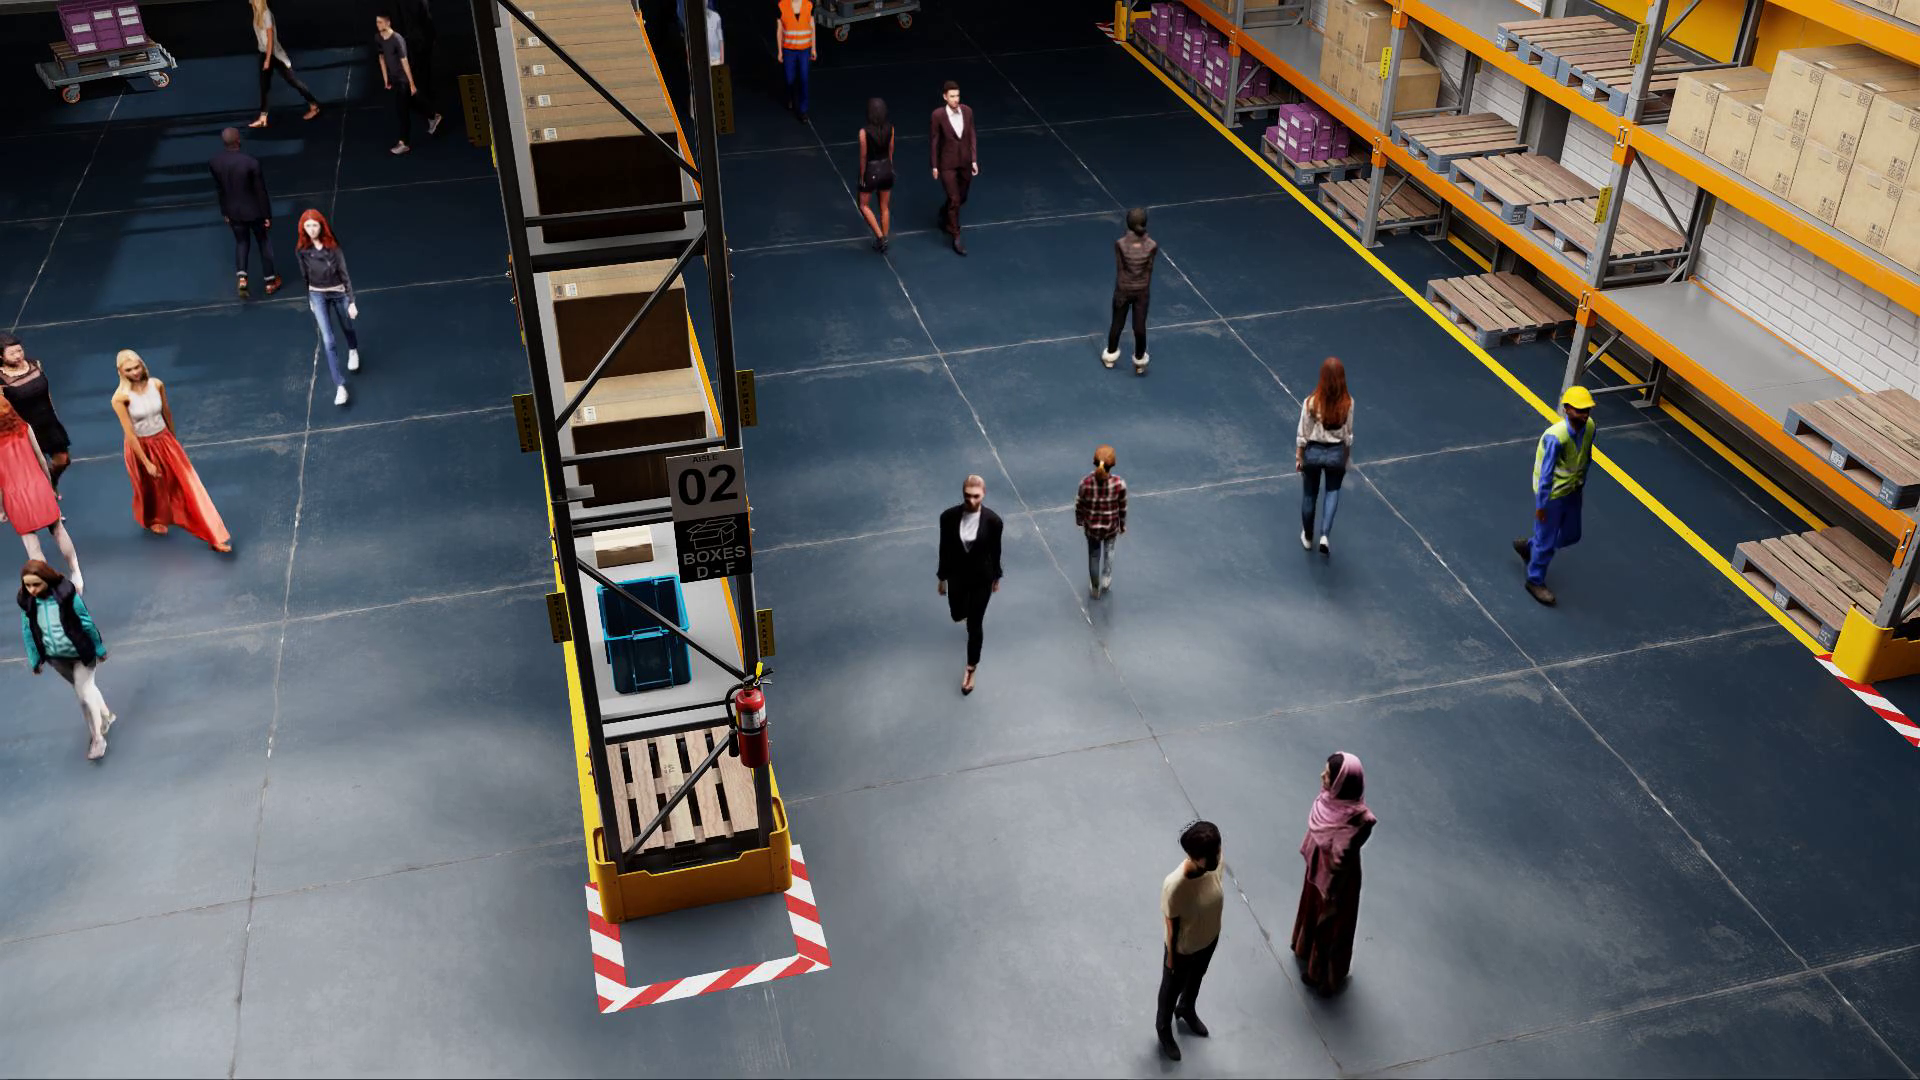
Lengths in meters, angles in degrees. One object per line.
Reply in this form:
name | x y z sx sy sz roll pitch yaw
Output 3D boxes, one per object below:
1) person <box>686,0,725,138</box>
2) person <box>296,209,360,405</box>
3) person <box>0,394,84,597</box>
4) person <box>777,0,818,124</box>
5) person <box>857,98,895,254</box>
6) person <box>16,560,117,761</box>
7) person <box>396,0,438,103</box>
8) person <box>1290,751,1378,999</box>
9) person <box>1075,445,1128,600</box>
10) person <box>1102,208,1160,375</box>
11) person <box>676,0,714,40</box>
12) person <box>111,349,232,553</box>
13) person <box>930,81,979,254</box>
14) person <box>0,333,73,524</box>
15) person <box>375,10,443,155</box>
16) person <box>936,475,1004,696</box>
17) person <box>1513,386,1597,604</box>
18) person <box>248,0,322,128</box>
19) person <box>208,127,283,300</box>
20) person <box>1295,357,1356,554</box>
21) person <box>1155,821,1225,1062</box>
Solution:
person | -3.266 -6.124 21.215 0.797 1.830 1.064 -15 37 -22
person | -5.819 -2.234 15.452 0.670 1.731 1.259 -5 34 -8
person | -6.989 -0.311 12.471 0.712 1.828 0.665 20 39 27
person | -2.137 -6.408 21.597 0.690 1.879 0.858 -7 34 -10
person | -0.852 -3.883 17.936 0.708 1.728 0.767 -22 39 -29
person | -5.988 0.710 11.246 0.689 1.482 0.825 -1 34 -1
person | -7.248 -6.691 22.129 0.737 1.762 0.745 7 34 10
person | 2.119 1.845 9.405 0.800 1.631 0.623 -2 34 -3
person | 1.077 -0.105 12.641 0.614 1.297 0.641 1 34 2
person | 1.624 -2.401 15.767 0.710 1.659 0.826 -3 34 -4
person | -3.530 -6.983 22.538 0.798 1.796 0.803 -20 39 -28
person | -6.432 -0.691 13.126 1.308 1.736 1.137 21 39 28
person | -0.085 -4.142 18.220 0.828 1.844 1.178 -15 37 -22
person | -7.578 -0.912 13.486 0.895 1.705 0.835 17 37 24
person | -6.896 -5.743 20.738 1.177 1.724 1.189 21 39 28
person | 0.074 0.244 11.762 0.881 1.688 1.072 5 34 8
person | 4.492 -0.396 12.624 0.781 1.801 0.862 -18 38 -25
person | -8.715 -6.209 21.396 1.190 1.771 1.098 27 42 34
person | -7.328 -3.297 16.992 0.824 1.796 1.011 0 34 -1
person | 2.859 -0.609 13.016 0.748 1.720 0.866 4 34 6
person | 1.250 2.143 8.995 0.655 1.589 0.628 -26 42 -34
